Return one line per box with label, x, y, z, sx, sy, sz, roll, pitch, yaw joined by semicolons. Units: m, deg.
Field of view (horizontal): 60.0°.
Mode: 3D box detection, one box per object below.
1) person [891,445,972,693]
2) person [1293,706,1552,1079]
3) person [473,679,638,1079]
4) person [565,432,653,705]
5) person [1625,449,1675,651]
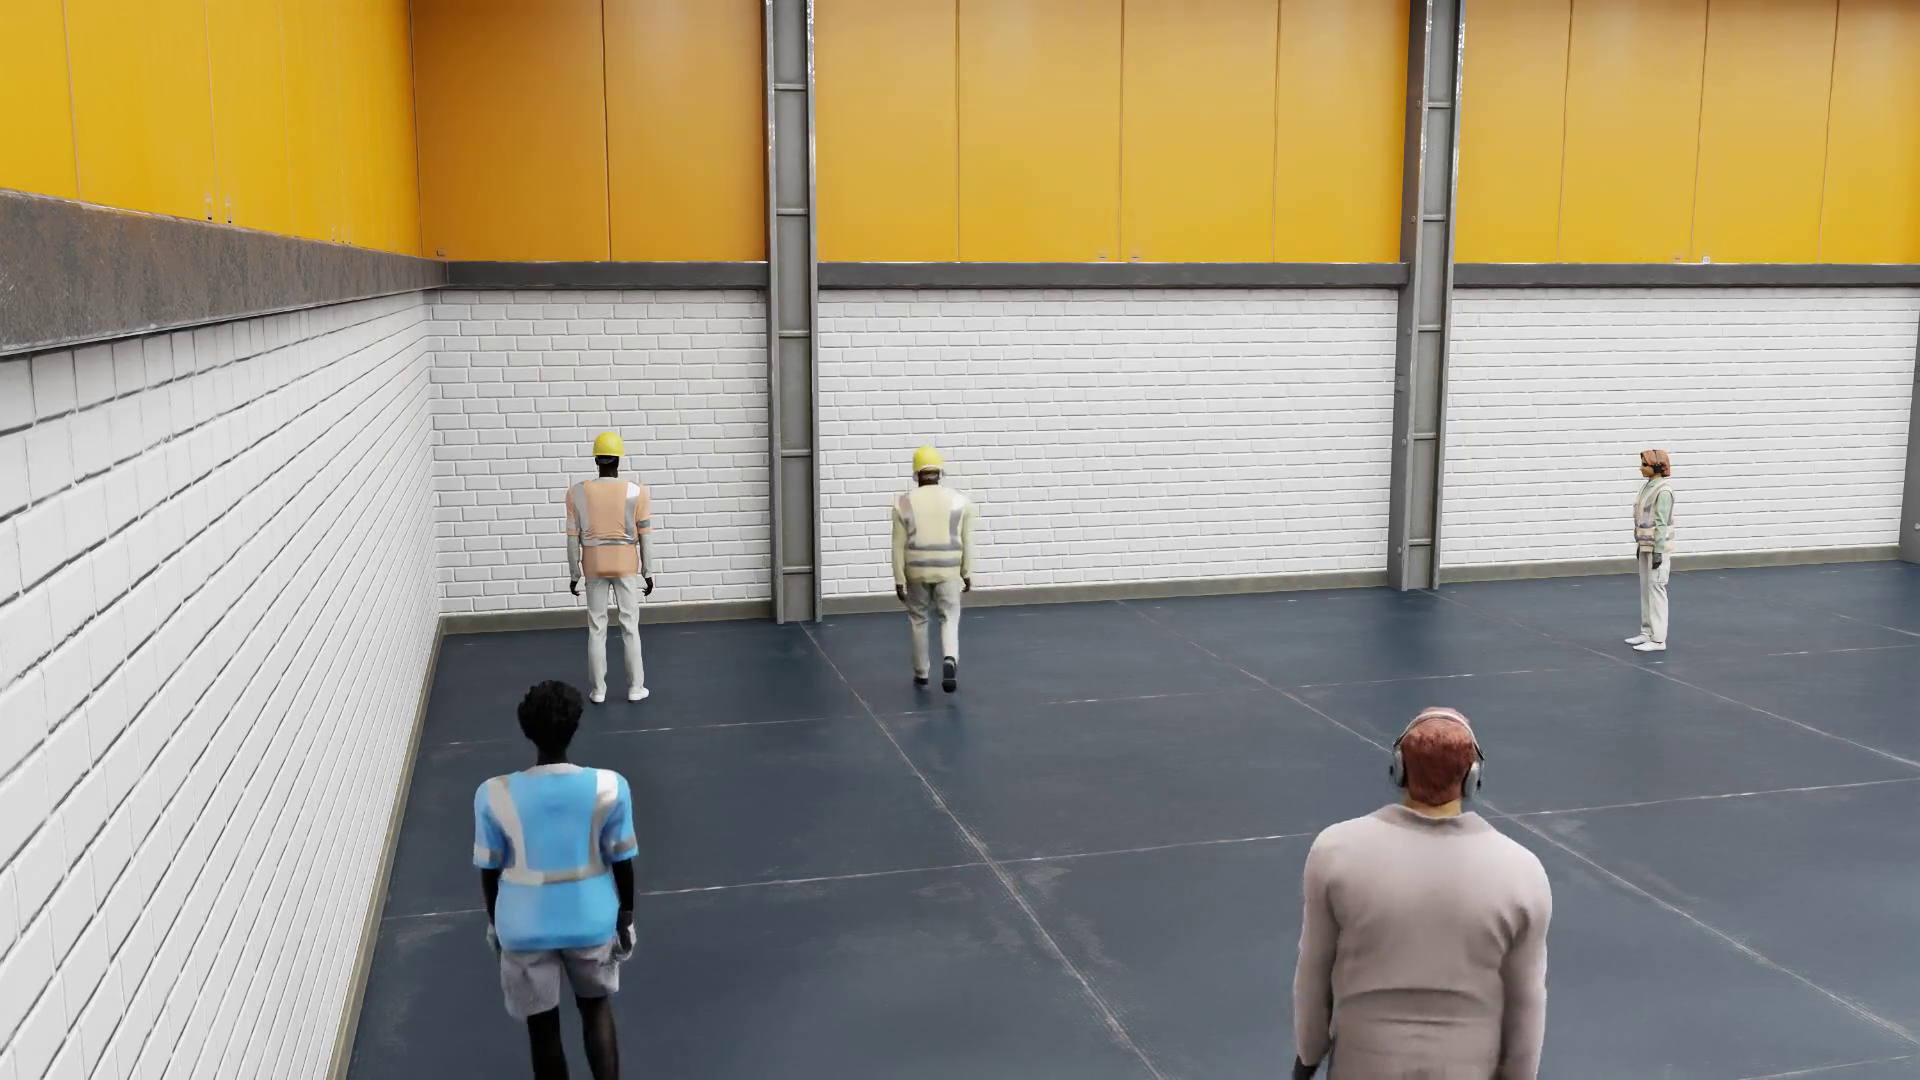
person;-0.200;0.226;11.921;0.598;1.810;0.665;-1;9;-5
person;1.210;1.391;4.401;0.649;1.891;0.673;2;9;11
person;-1.345;1.306;5.596;0.526;1.679;0.425;-3;10;-20
person;-2.463;0.199;11.732;0.594;1.924;0.382;-1;9;-7
person;5.578;0.081;13.398;0.314;1.629;0.509;1;9;4
